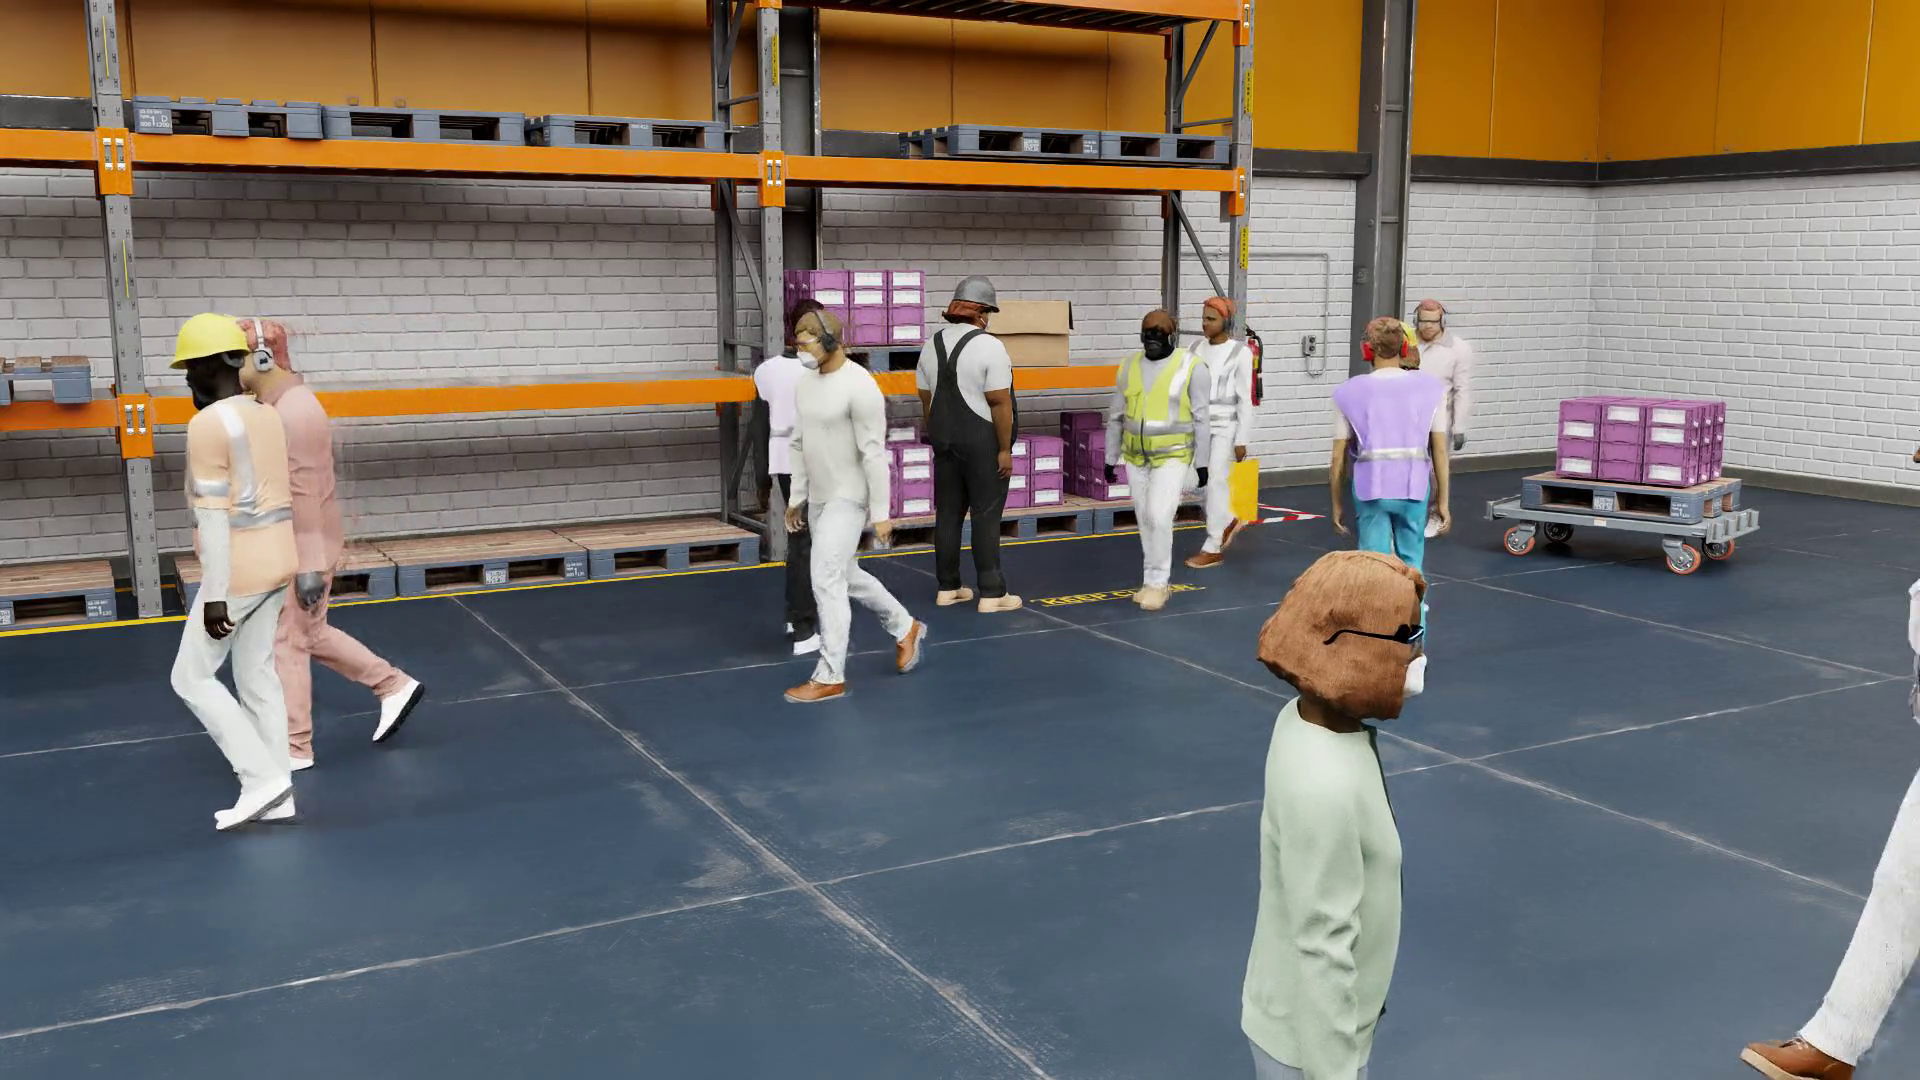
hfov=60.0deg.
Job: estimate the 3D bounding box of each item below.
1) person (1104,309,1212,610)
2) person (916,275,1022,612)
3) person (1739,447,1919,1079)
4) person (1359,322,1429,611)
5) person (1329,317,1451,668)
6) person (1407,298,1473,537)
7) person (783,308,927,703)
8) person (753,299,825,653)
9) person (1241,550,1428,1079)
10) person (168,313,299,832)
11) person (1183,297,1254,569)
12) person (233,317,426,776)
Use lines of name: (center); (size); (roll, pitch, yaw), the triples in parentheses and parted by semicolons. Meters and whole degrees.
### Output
person: (1.150, -0.479, 10.072); (0.664, 1.815, 0.636); (7, 12, 36)
person: (0.098, -0.593, 10.089); (0.678, 2.000, 0.537); (8, 13, 42)
person: (2.437, 0.525, 3.937); (0.928, 1.835, 0.586); (2, 10, 13)
person: (2.617, -0.433, 10.015); (0.289, 1.746, 0.487); (-7, 12, -37)
person: (2.137, -0.195, 8.319); (0.596, 1.818, 0.485); (1, 9, 4)
person: (3.487, -0.889, 12.473); (0.663, 1.858, 0.957); (4, 10, 25)
person: (-0.509, -0.193, 8.161); (0.874, 1.891, 0.632); (-6, 11, -33)
person: (-0.786, -0.349, 9.055); (0.612, 1.898, 0.634); (5, 11, 28)
person: (0.596, 0.820, 2.721); (0.270, 1.631, 0.507); (2, 9, 10)
person: (-2.665, 0.126, 6.125); (0.439, 1.902, 0.608); (1, 9, 4)
person: (1.783, -0.743, 11.516); (0.520, 1.872, 0.595); (-7, 12, -37)
person: (-2.658, 0.015, 6.888); (0.698, 1.875, 0.686); (-4, 10, -25)
